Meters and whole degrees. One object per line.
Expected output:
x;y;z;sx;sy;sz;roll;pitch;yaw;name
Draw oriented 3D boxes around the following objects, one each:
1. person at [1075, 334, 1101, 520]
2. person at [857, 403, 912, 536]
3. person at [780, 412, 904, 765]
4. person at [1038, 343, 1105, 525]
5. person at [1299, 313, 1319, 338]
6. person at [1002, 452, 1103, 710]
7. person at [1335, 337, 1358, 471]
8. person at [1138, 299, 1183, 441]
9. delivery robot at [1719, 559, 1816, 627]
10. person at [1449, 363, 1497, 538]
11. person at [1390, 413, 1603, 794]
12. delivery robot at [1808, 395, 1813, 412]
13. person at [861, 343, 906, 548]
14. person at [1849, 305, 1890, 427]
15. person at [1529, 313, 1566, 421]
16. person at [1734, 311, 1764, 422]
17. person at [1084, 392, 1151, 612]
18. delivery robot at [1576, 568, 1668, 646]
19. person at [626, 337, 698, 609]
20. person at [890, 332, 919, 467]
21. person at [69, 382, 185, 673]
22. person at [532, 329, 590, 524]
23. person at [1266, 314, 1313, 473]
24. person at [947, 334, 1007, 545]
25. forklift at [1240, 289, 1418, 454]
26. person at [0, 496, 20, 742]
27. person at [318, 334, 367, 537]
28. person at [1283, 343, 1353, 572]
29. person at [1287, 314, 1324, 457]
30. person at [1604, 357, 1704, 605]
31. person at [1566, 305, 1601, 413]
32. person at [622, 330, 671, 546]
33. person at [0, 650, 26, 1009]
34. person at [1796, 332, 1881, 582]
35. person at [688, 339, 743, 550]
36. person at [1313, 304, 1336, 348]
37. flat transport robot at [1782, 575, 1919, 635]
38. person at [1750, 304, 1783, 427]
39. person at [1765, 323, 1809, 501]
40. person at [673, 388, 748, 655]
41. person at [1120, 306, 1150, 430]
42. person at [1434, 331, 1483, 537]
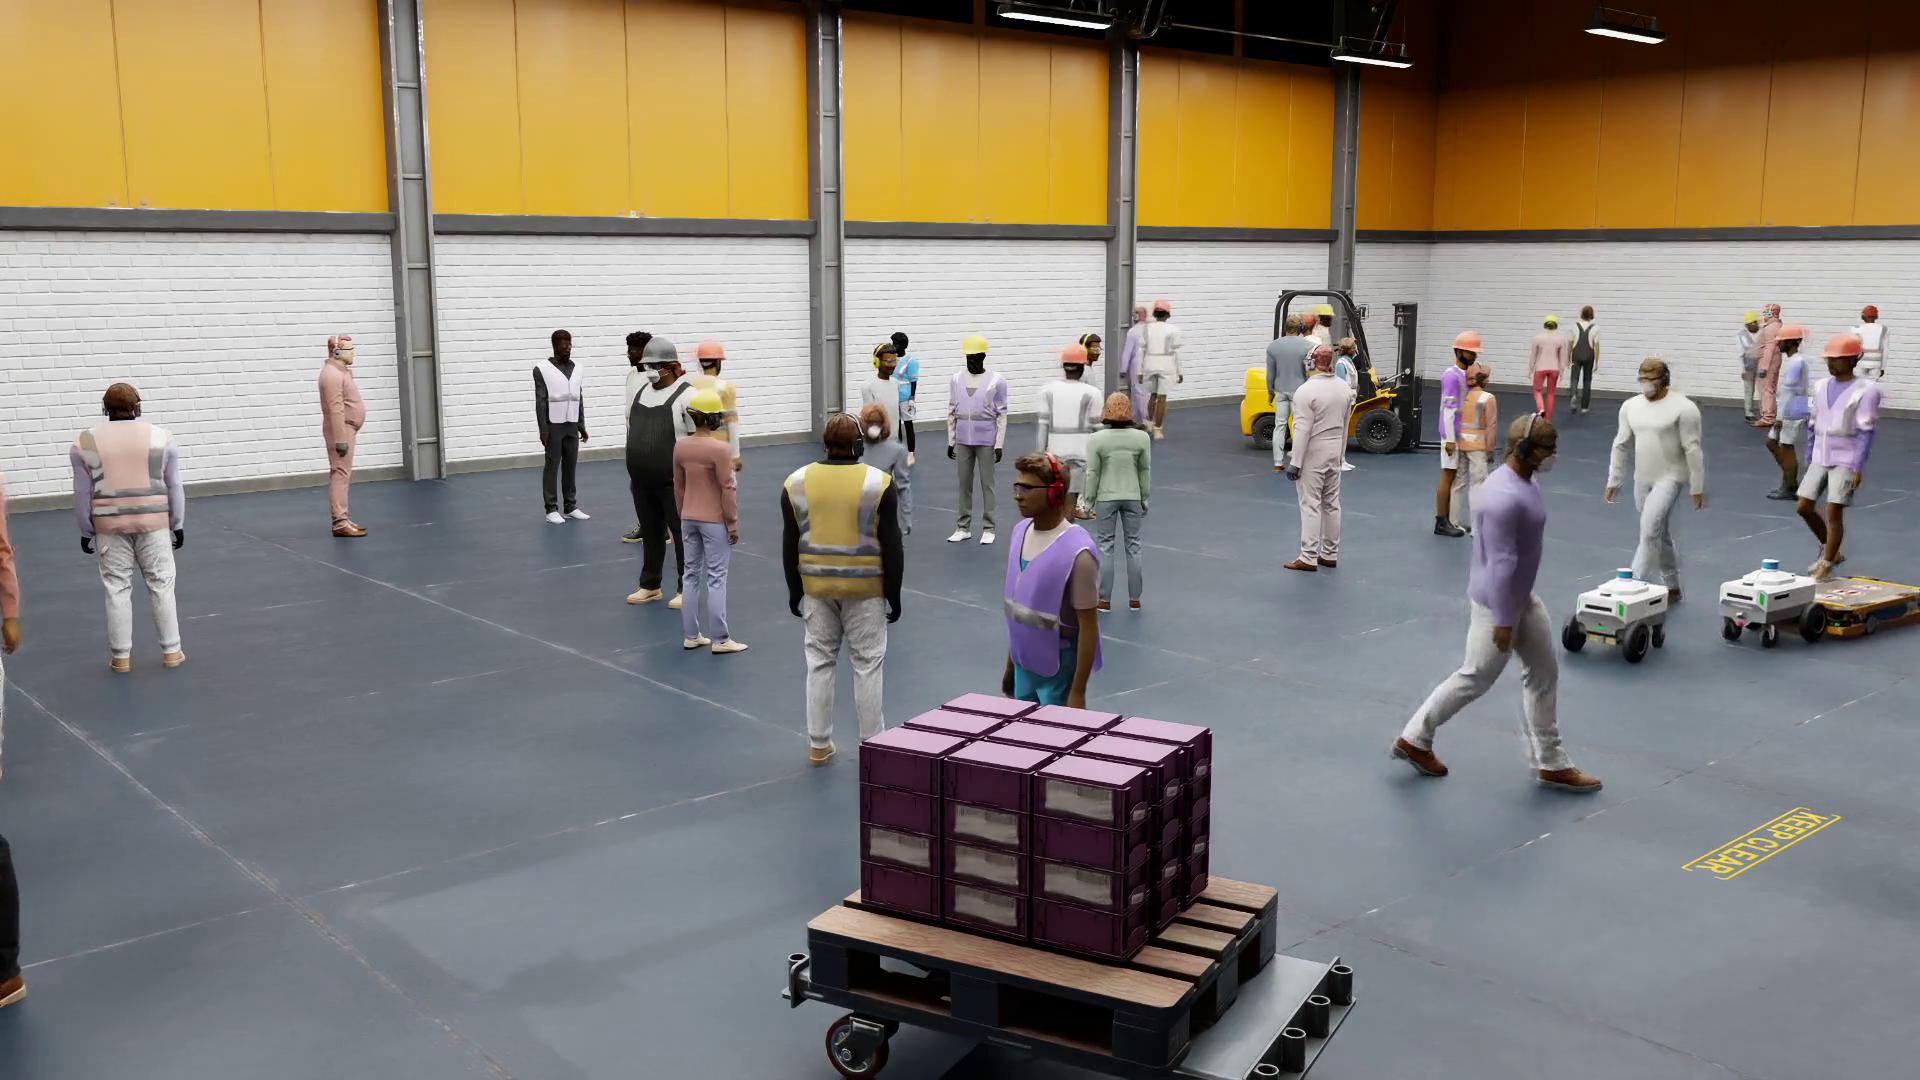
1.263;-1.140;16.728;0.313;1.865;0.528;2;10;13;person
-0.603;-0.154;11.693;0.524;1.597;0.700;-1;10;-5;person
-0.593;0.260;8.600;0.634;1.841;0.429;2;10;12;person
0.997;-0.754;14.396;0.566;1.883;0.992;4;10;20;person
5.146;-2.401;24.267;0.718;1.817;0.644;-1;10;-3;person
0.376;0.552;6.874;0.393;1.847;0.563;-5;11;-28;person
4.745;-1.676;20.525;0.309;1.641;0.511;4;10;22;person
2.890;-2.442;23.881;0.622;2.019;0.630;5;11;27;person
5.536;0.377;11.400;0.707;0.478;0.477;-7;12;-34;delivery robot
4.813;-0.839;15.636;0.315;1.636;0.515;-6;11;-32;person
2.662;0.298;8.233;0.997;1.893;0.636;6;11;30;person
13.634;-2.148;26.187;0.707;0.478;0.477;4;11;24;delivery robot
-0.684;-0.828;14.901;0.312;1.864;0.532;7;12;35;person
13.998;-2.675;25.679;0.577;1.882;0.351;3;10;16;person
9.119;-2.636;25.817;0.539;1.750;0.415;2;10;11;person
12.548;-2.713;26.224;0.663;1.775;0.695;3;10;14;person
1.167;-0.277;12.347;0.498;1.634;0.279;-2;10;-9;person
4.416;0.433;11.076;0.707;0.478;0.477;-9;13;-43;delivery robot
-2.246;-0.503;12.484;0.684;2.000;0.538;5;11;29;person
-0.743;-1.769;20.914;0.319;1.693;0.532;-9;14;-44;person
-5.274;-0.080;10.593;0.626;1.843;0.430;-5;11;-25;person
-3.965;-1.134;16.545;0.392;1.916;0.592;7;12;35;person
4.016;-1.766;20.176;0.627;1.941;0.373;6;11;32;person
0.146;-0.922;15.271;0.587;1.928;0.363;4;11;24;person
5.034;-2.339;22.783;2.313;2.155;1.214;3;10;16;forklift
-4.825;0.328;7.927;0.624;1.943;1.034;-4;10;-22;person
-5.812;-0.987;15.711;0.400;1.907;0.644;-3;10;-17;person
2.983;-0.691;13.976;0.639;1.910;0.407;-8;12;-38;person
4.545;-2.025;21.855;0.356;1.885;0.574;8;12;38;person
5.127;-0.404;12.343;1.019;1.886;0.668;-5;11;-26;person
10.397;-3.005;27.771;0.530;1.825;0.697;4;11;24;person
-2.868;-0.925;15.171;0.361;1.963;0.613;-9;13;-43;person
-3.536;0.674;5.728;0.612;1.995;0.393;6;11;29;person
6.964;-0.633;13.257;0.537;2.033;0.630;-4;10;-21;person
-2.214;-0.787;14.511;0.564;1.916;0.650;6;11;30;person
5.488;-2.665;25.523;0.623;1.911;0.608;1;10;3;person
6.437;0.460;12.022;1.431;0.197;0.652;-7;12;-34;flat transport robot
12.485;-2.694;25.707;0.407;1.906;0.655;8;13;39;person
8.926;-1.373;17.952;0.422;1.920;0.544;5;11;27;person
-1.675;-0.122;11.062;0.522;1.768;0.312;7;12;35;person
2.681;-2.640;25.522;0.670;1.865;0.891;-9;13;-42;person
4.726;-1.003;15.722;0.374;1.934;0.549;6;12;33;person
